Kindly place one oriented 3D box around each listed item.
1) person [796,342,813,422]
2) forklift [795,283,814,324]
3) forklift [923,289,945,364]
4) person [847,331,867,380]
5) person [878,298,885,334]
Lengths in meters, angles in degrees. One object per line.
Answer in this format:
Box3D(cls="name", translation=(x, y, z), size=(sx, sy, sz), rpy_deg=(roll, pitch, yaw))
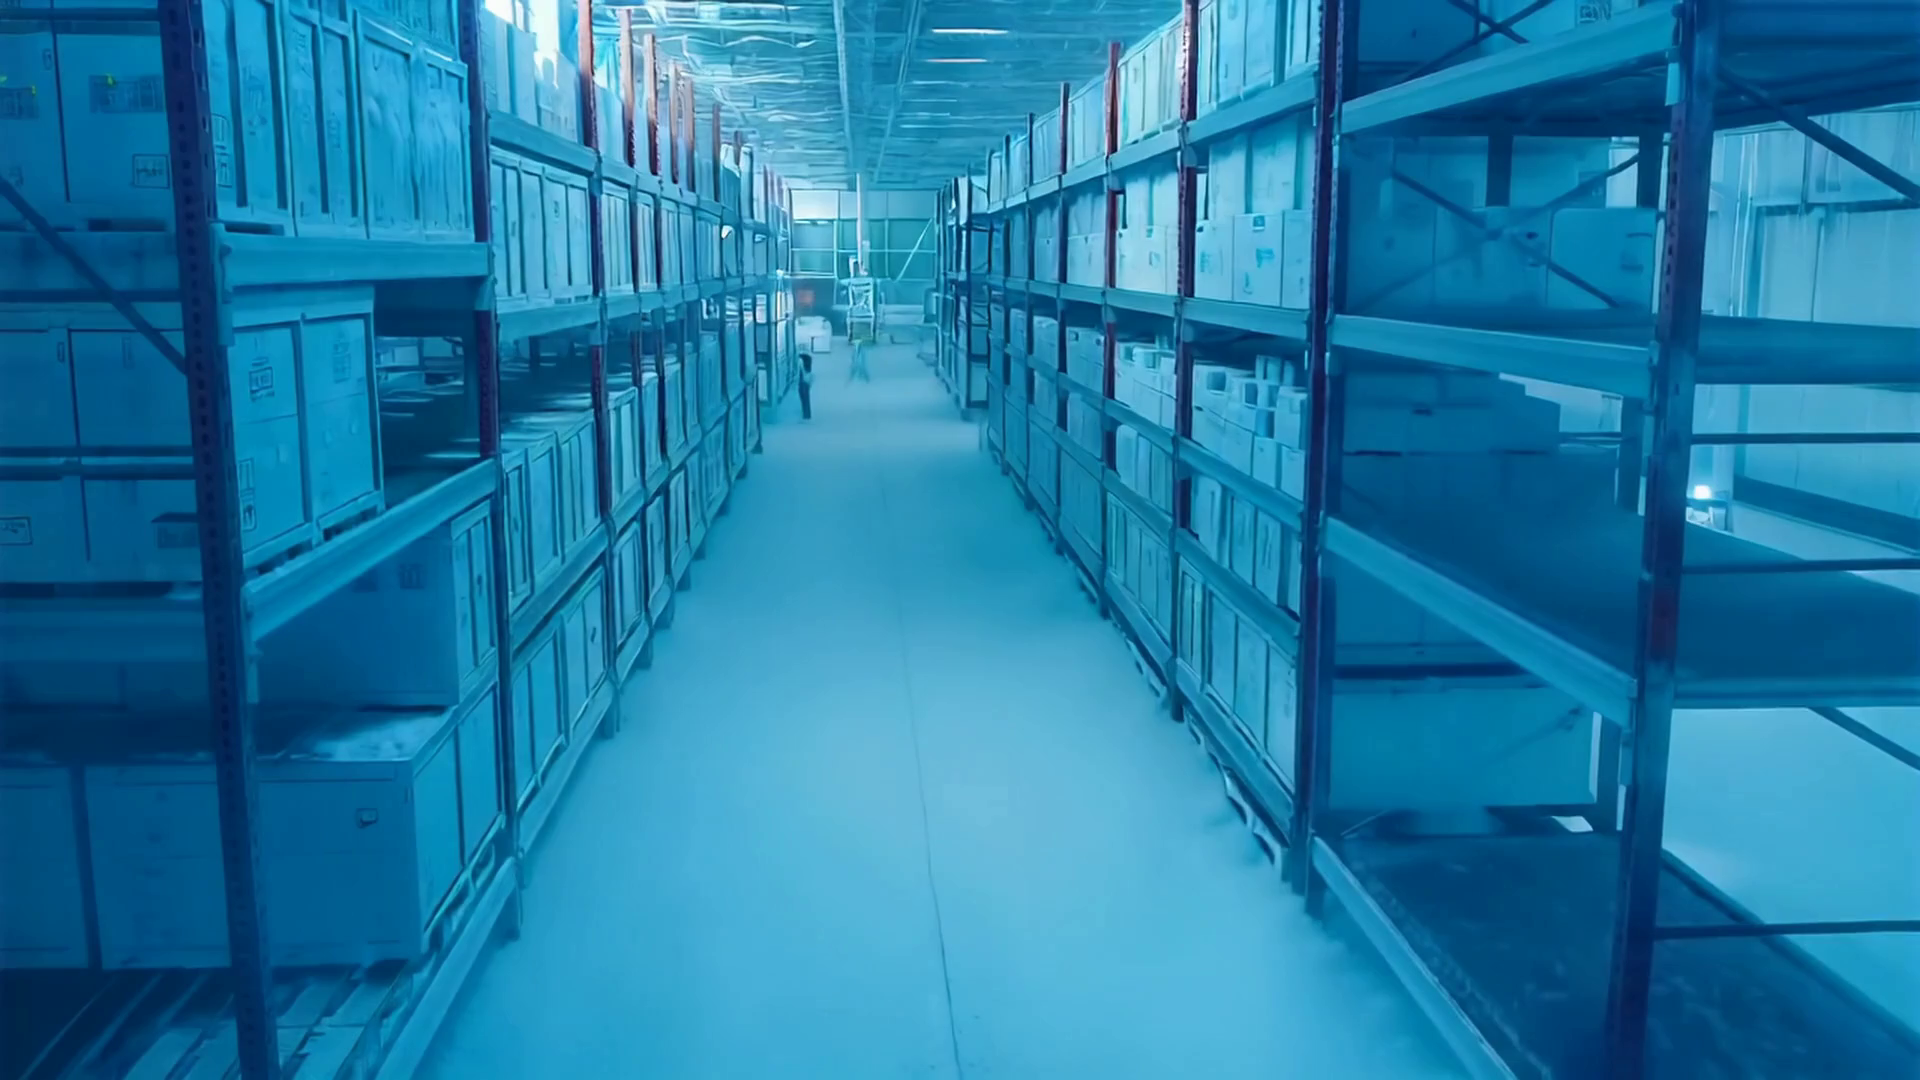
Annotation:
Box3D(cls="person", translation=(-3.743, -3.789, 39.966), size=(0.383, 1.918, 0.597), rpy_deg=(2, 10, 12))
Box3D(cls="forklift", translation=(-7.391, -10.742, 78.637), size=(1.129, 2.768, 1.873), rpy_deg=(-1, 10, -4))
Box3D(cls="forklift", translation=(-0.811, -8.126, 63.010), size=(1.129, 2.768, 1.873), rpy_deg=(-1, 10, -3))
Box3D(cls="person", translation=(-3.312, -5.992, 54.064), size=(0.538, 1.587, 0.872), rpy_deg=(-9, 13, -43))
Box3D(cls="person", translation=(-4.237, -12.041, 89.202), size=(0.372, 1.940, 0.632), rpy_deg=(-1, 10, -4))
